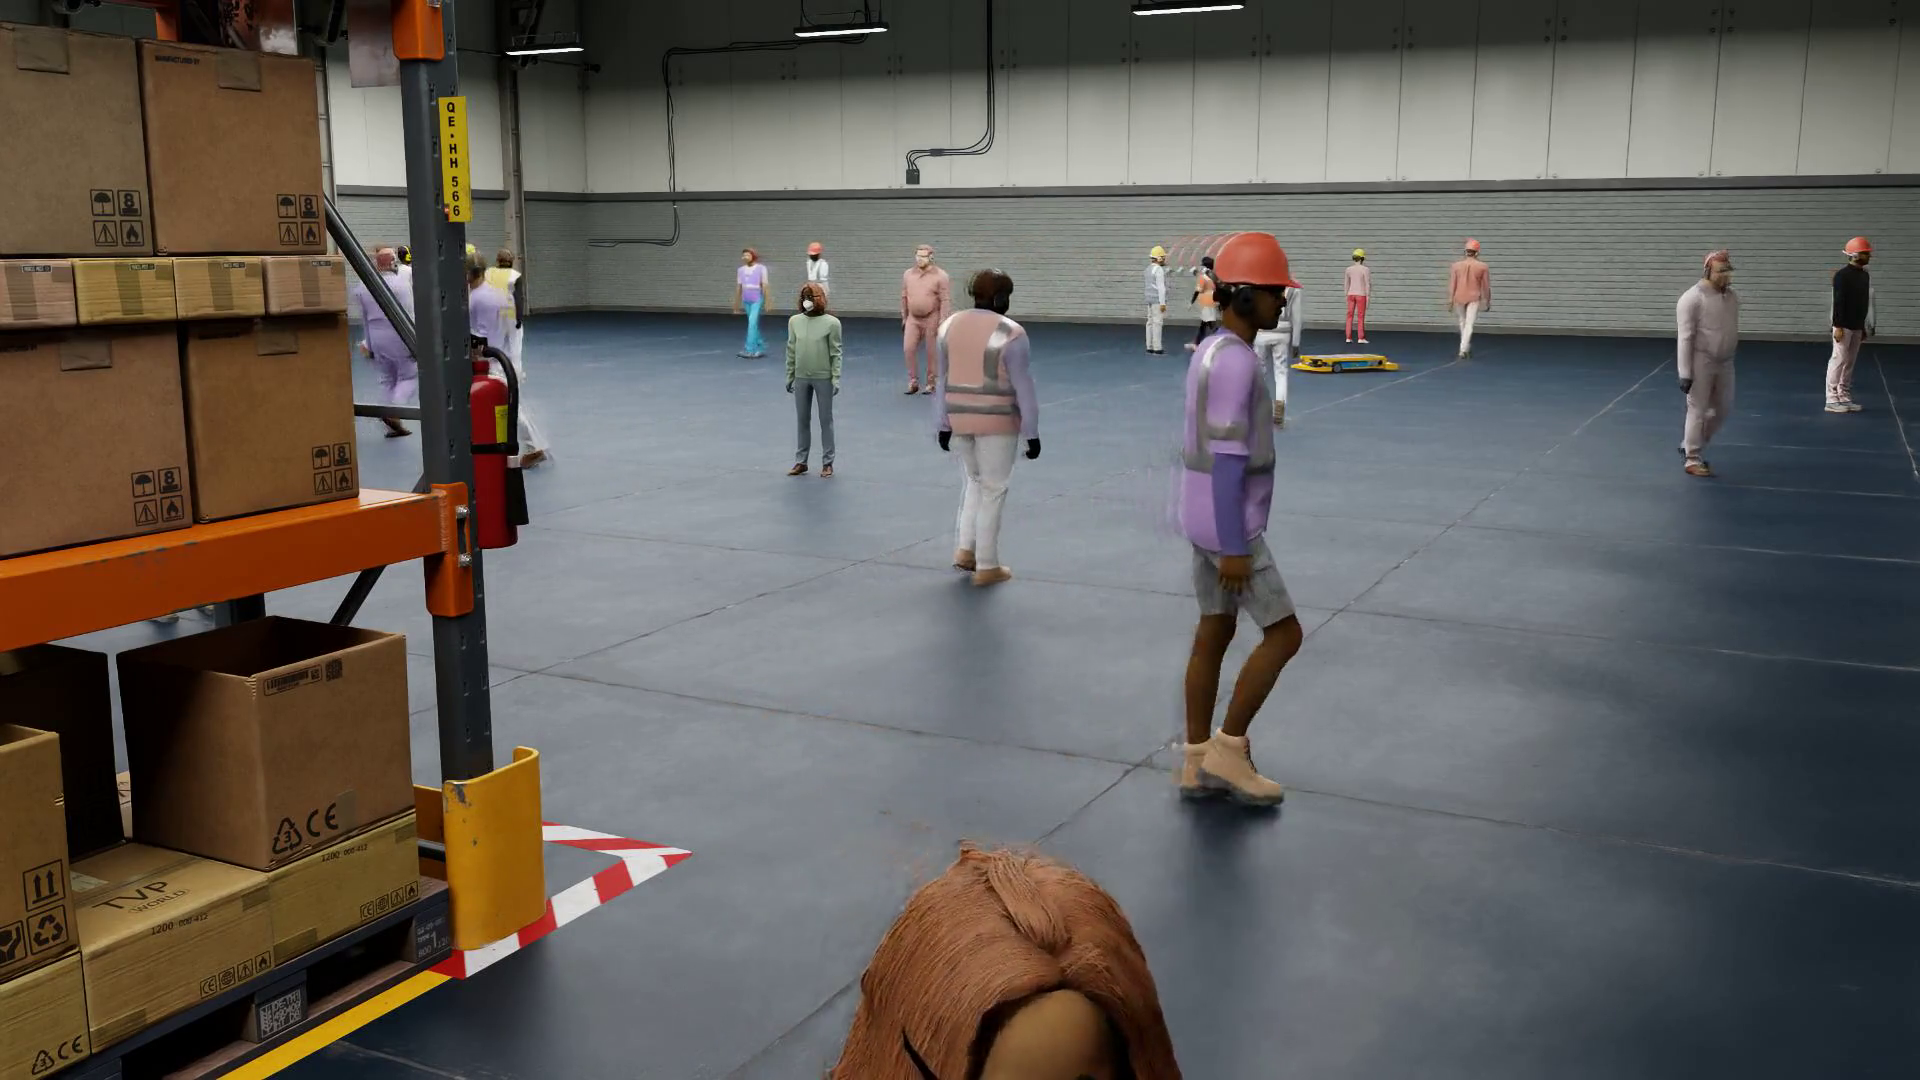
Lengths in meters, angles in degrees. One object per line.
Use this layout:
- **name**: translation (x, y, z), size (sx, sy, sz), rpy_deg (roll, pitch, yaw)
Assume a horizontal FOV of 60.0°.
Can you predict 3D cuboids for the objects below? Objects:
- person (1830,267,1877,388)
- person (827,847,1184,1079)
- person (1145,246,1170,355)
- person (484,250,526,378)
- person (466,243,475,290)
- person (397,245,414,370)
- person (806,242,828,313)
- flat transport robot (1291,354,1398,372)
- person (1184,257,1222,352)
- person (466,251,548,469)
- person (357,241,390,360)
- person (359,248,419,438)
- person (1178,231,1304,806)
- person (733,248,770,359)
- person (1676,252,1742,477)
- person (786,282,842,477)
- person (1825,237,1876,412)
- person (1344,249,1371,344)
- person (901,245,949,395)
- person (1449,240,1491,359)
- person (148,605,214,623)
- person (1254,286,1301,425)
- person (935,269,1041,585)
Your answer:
- **person**: translation (11.919, -2.826, 22.121), size (0.722, 1.610, 0.535), rpy_deg (-8, 13, -37)
- **person**: translation (-0.010, 0.993, 1.269), size (0.534, 1.616, 0.630), rpy_deg (-1, 10, -4)
- **person**: translation (3.341, -4.043, 28.151), size (0.403, 1.837, 0.591), rpy_deg (-3, 11, -18)
- **person**: translation (-6.425, -3.161, 23.385), size (0.621, 1.826, 0.757), rpy_deg (2, 11, 12)
- **person**: translation (-7.188, -3.419, 24.593), size (0.598, 1.894, 0.863), rpy_deg (5, 11, 23)
- **person**: translation (-8.236, -3.438, 24.755), size (0.521, 1.873, 0.334), rpy_deg (5, 11, 23)
- **person**: translation (-2.713, -4.661, 31.392), size (0.589, 1.883, 0.580), rpy_deg (10, 14, 43)
- **flat transport robot**: translation (5.738, -2.649, 24.813), size (1.431, 0.197, 0.652), rpy_deg (-3, 11, -19)
- **person**: translation (4.233, -4.016, 28.510), size (0.900, 1.639, 0.535), rpy_deg (8, 13, 37)
- **person**: translation (-4.041, -1.517, 14.227), size (0.999, 1.900, 0.644), rpy_deg (-6, 12, -31)
- **person**: translation (-9.210, -3.777, 26.447), size (0.680, 1.924, 0.642), rpy_deg (-3, 11, -15)
- **person**: translation (-5.655, -1.959, 16.622), size (0.671, 1.892, 0.422), rpy_deg (5, 11, 25)
- **person**: translation (1.024, -0.053, 5.859), size (0.524, 2.029, 0.635), rpy_deg (0, 10, 1)
- **person**: translation (-3.483, -3.866, 27.246), size (0.581, 1.802, 0.931), rpy_deg (7, 12, 32)
- **person**: translation (6.269, -1.477, 14.079), size (0.681, 1.878, 0.594), rpy_deg (-4, 11, -23)
- **person**: translation (-1.234, -1.345, 13.989), size (0.498, 1.634, 0.278), rpy_deg (3, 11, 18)
- **person**: translation (10.242, -2.471, 19.138), size (0.613, 1.997, 0.374), rpy_deg (-7, 13, -35)
- **person**: translation (7.445, -4.559, 31.146), size (0.524, 1.772, 0.311), rpy_deg (9, 14, 41)
- **person**: translation (-0.488, -2.773, 21.060), size (0.673, 1.887, 0.657), rpy_deg (4, 11, 19)
- **person**: translation (8.416, -3.966, 27.466), size (0.639, 1.941, 1.037), rpy_deg (7, 12, 32)
- **person**: translation (-4.155, -0.489, 8.747), size (0.345, 1.846, 0.506), rpy_deg (9, 14, 41)
- **person**: translation (3.312, -2.116, 17.608), size (0.584, 1.863, 0.758), rpy_deg (1, 10, 7)
- **person**: translation (0.182, -0.647, 9.650), size (0.664, 1.829, 0.492), rpy_deg (9, 13, 39)
